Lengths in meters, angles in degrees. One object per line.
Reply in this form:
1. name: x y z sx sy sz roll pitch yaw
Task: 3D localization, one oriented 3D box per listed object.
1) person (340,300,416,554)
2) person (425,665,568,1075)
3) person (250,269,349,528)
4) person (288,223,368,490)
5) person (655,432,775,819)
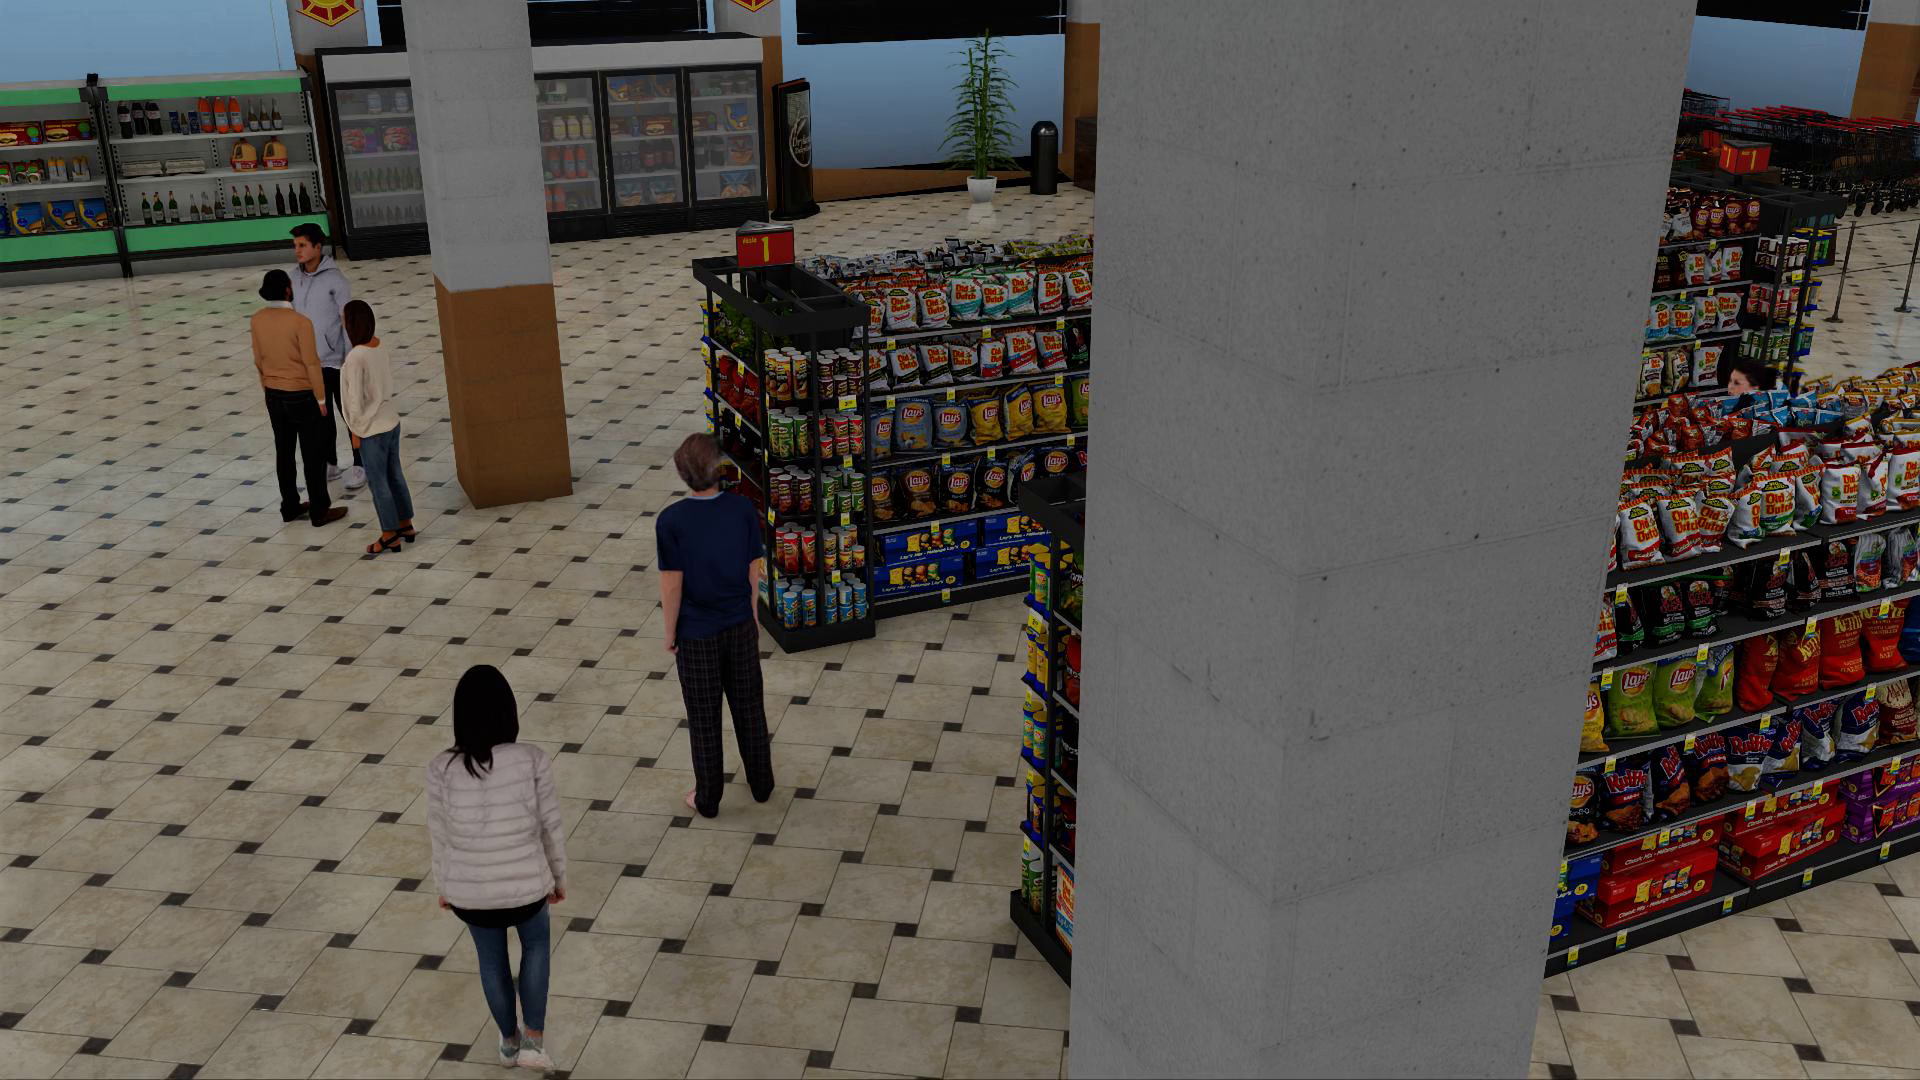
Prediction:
1. person: -3.786 -0.735 10.804 0.710 1.678 0.699 2 22 5
2. person: -1.652 1.247 5.939 0.782 1.626 0.779 -5 22 -12
3. person: -4.521 -0.961 11.265 0.733 1.752 0.801 7 23 17
4. person: -4.538 -1.325 11.934 0.755 1.929 0.841 5 22 12
5. person: -1.129 0.402 7.714 0.473 1.870 0.721 -10 24 -24
